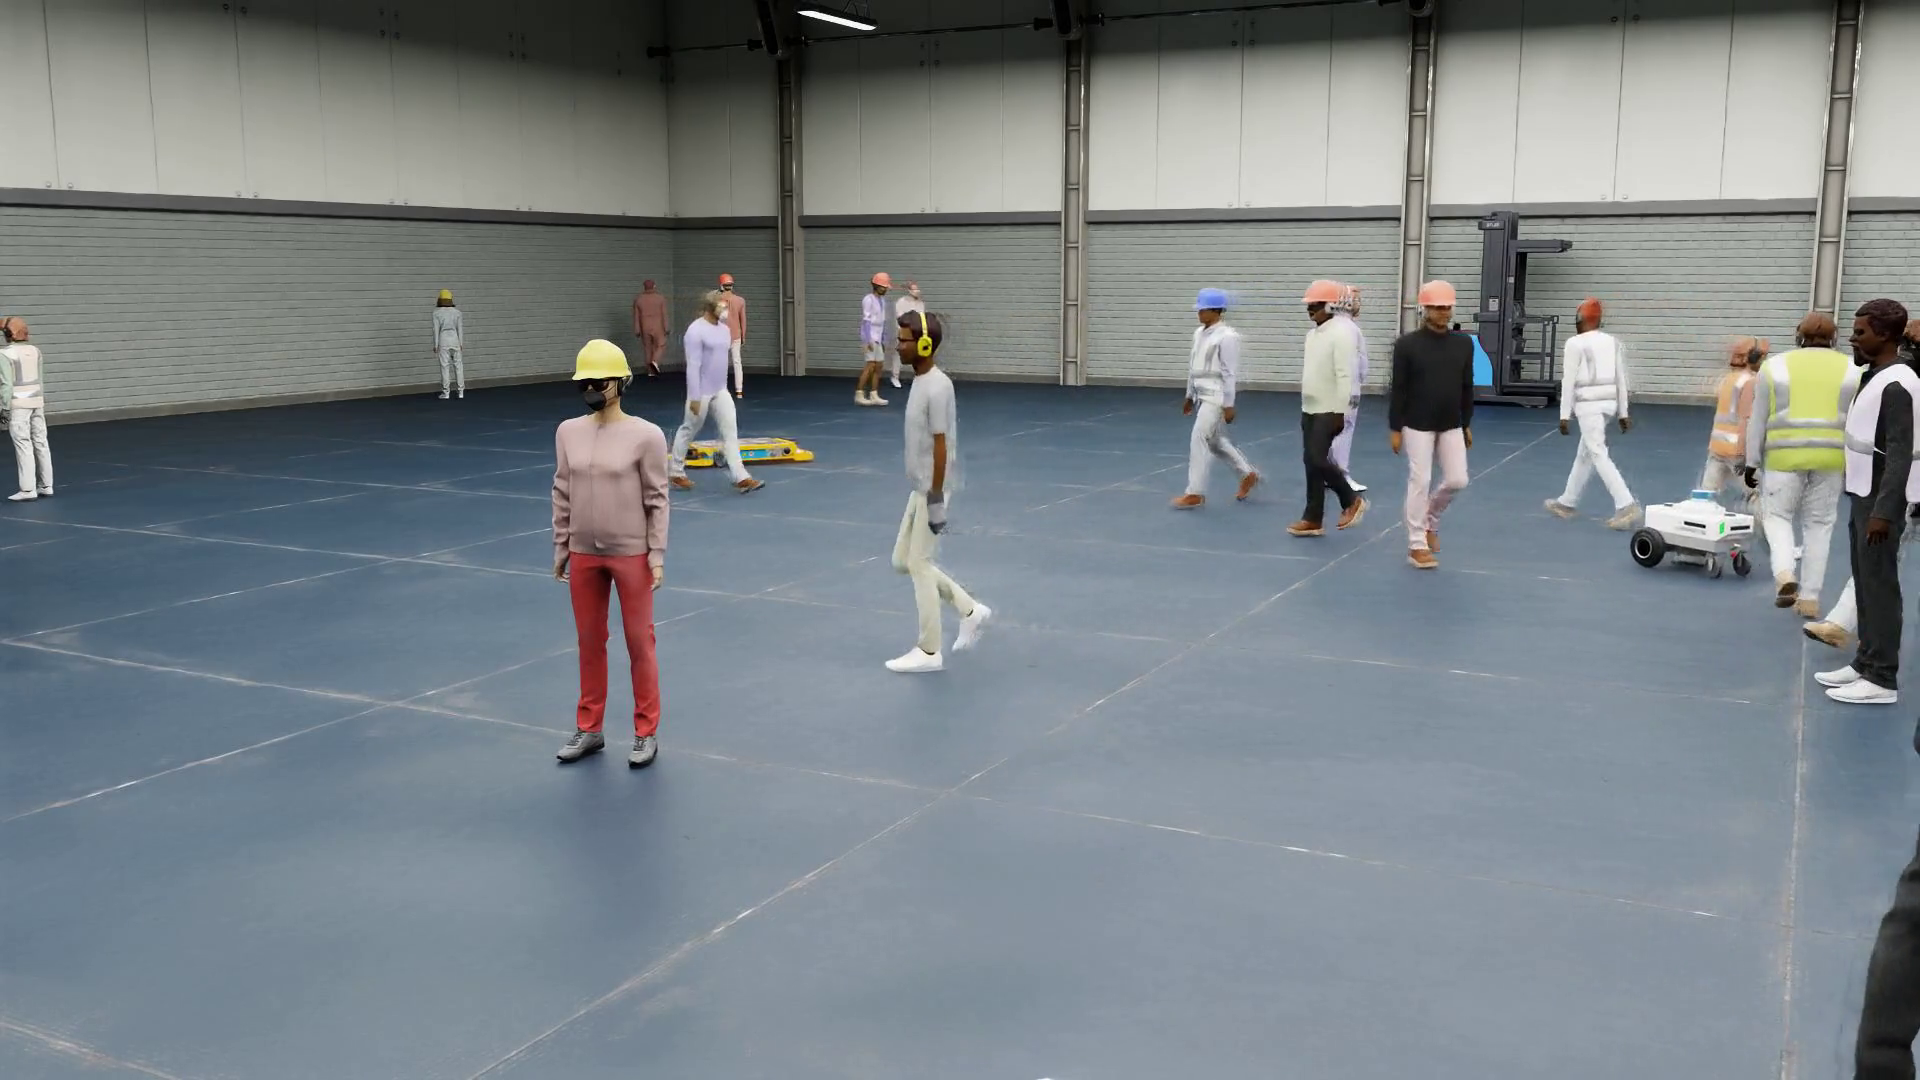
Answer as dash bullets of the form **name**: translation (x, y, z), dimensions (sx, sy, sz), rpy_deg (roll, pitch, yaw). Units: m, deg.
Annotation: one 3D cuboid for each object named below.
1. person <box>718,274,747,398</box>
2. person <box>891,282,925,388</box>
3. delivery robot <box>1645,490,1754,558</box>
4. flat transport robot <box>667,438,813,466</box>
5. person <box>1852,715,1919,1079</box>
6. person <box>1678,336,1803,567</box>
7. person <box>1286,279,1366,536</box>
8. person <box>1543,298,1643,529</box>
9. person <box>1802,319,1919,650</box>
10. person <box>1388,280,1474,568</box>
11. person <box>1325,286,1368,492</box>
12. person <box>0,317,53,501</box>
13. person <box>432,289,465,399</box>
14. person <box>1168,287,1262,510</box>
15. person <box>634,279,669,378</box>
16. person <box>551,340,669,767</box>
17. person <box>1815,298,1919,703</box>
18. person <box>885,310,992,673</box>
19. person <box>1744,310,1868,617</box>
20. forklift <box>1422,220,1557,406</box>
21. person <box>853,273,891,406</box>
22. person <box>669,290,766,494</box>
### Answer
- **person**: translation (-3.731, -3.267, 26.709), dimensions (0.622, 1.991, 0.389), rpy_deg (-5, 11, -30)
- **person**: translation (-0.859, -3.576, 29.069), dimensions (0.637, 1.859, 1.035), rpy_deg (-7, 11, -35)
- **delivery robot**: translation (5.088, -0.102, 11.462), dimensions (0.477, 0.478, 0.707), rpy_deg (-4, 10, -24)
- **flat transport robot**: translation (-2.371, -0.957, 17.892), dimensions (1.431, 0.197, 0.652), rpy_deg (-5, 10, -27)
- **person**: translation (2.520, 0.532, 3.823), dimensions (0.873, 1.808, 0.540), rpy_deg (0, 9, 3)
- **person**: translation (5.401, -0.592, 11.419), dimensions (0.877, 1.587, 0.525), rpy_deg (0, 9, 2)
- **person**: translation (2.818, -1.014, 12.838), dimensions (0.480, 1.984, 0.640), rpy_deg (-3, 10, -15)
- **person**: translation (5.197, -1.048, 13.554), dimensions (0.600, 1.846, 1.014), rpy_deg (-5, 11, -29)
- **person**: translation (5.025, -0.261, 8.789), dimensions (0.971, 1.788, 0.634), rpy_deg (-3, 10, -15)
- **person**: translation (3.268, -0.803, 11.526), dimensions (0.637, 1.983, 0.466), rpy_deg (-2, 9, -12)
- **person**: translation (3.608, -1.418, 15.577), dimensions (0.409, 1.907, 0.648), rpy_deg (-1, 9, -8)
- **person**: translation (-8.394, -1.175, 14.898), dimensions (0.314, 1.639, 0.517), rpy_deg (1, 9, 9)
- **person**: translation (-8.239, -3.149, 26.750), dimensions (0.485, 1.744, 0.309), rpy_deg (-6, 11, -34)
- **person**: translation (2.255, -1.243, 14.492), dimensions (0.898, 1.917, 0.615), rpy_deg (-2, 10, -15)
- **person**: translation (-5.910, -4.051, 31.840), dimensions (0.669, 1.892, 0.547), rpy_deg (1, 9, 5)
- **person**: translation (-1.460, 0.055, 6.922), dimensions (0.523, 1.769, 0.313), rpy_deg (3, 10, 15)
- **person**: translation (4.391, -0.187, 7.945), dimensions (0.370, 1.916, 0.597), rpy_deg (3, 10, 20)
- **person**: translation (-0.131, -0.251, 8.547), dimensions (0.480, 1.854, 0.544), rpy_deg (-2, 9, -10)
- **person**: translation (5.012, -0.447, 9.853), dimensions (0.663, 1.819, 0.533), rpy_deg (3, 10, 19)
- **forklift**: translation (8.245, -3.527, 25.720), dimensions (1.873, 2.768, 1.129), rpy_deg (5, 10, 27)
- **person**: translation (-1.316, -3.044, 25.268), dimensions (0.561, 2.014, 0.689), rpy_deg (3, 10, 20)
- **person**: translation (-2.312, -1.366, 15.380), dimensions (1.089, 1.876, 0.660), rpy_deg (5, 11, 29)
